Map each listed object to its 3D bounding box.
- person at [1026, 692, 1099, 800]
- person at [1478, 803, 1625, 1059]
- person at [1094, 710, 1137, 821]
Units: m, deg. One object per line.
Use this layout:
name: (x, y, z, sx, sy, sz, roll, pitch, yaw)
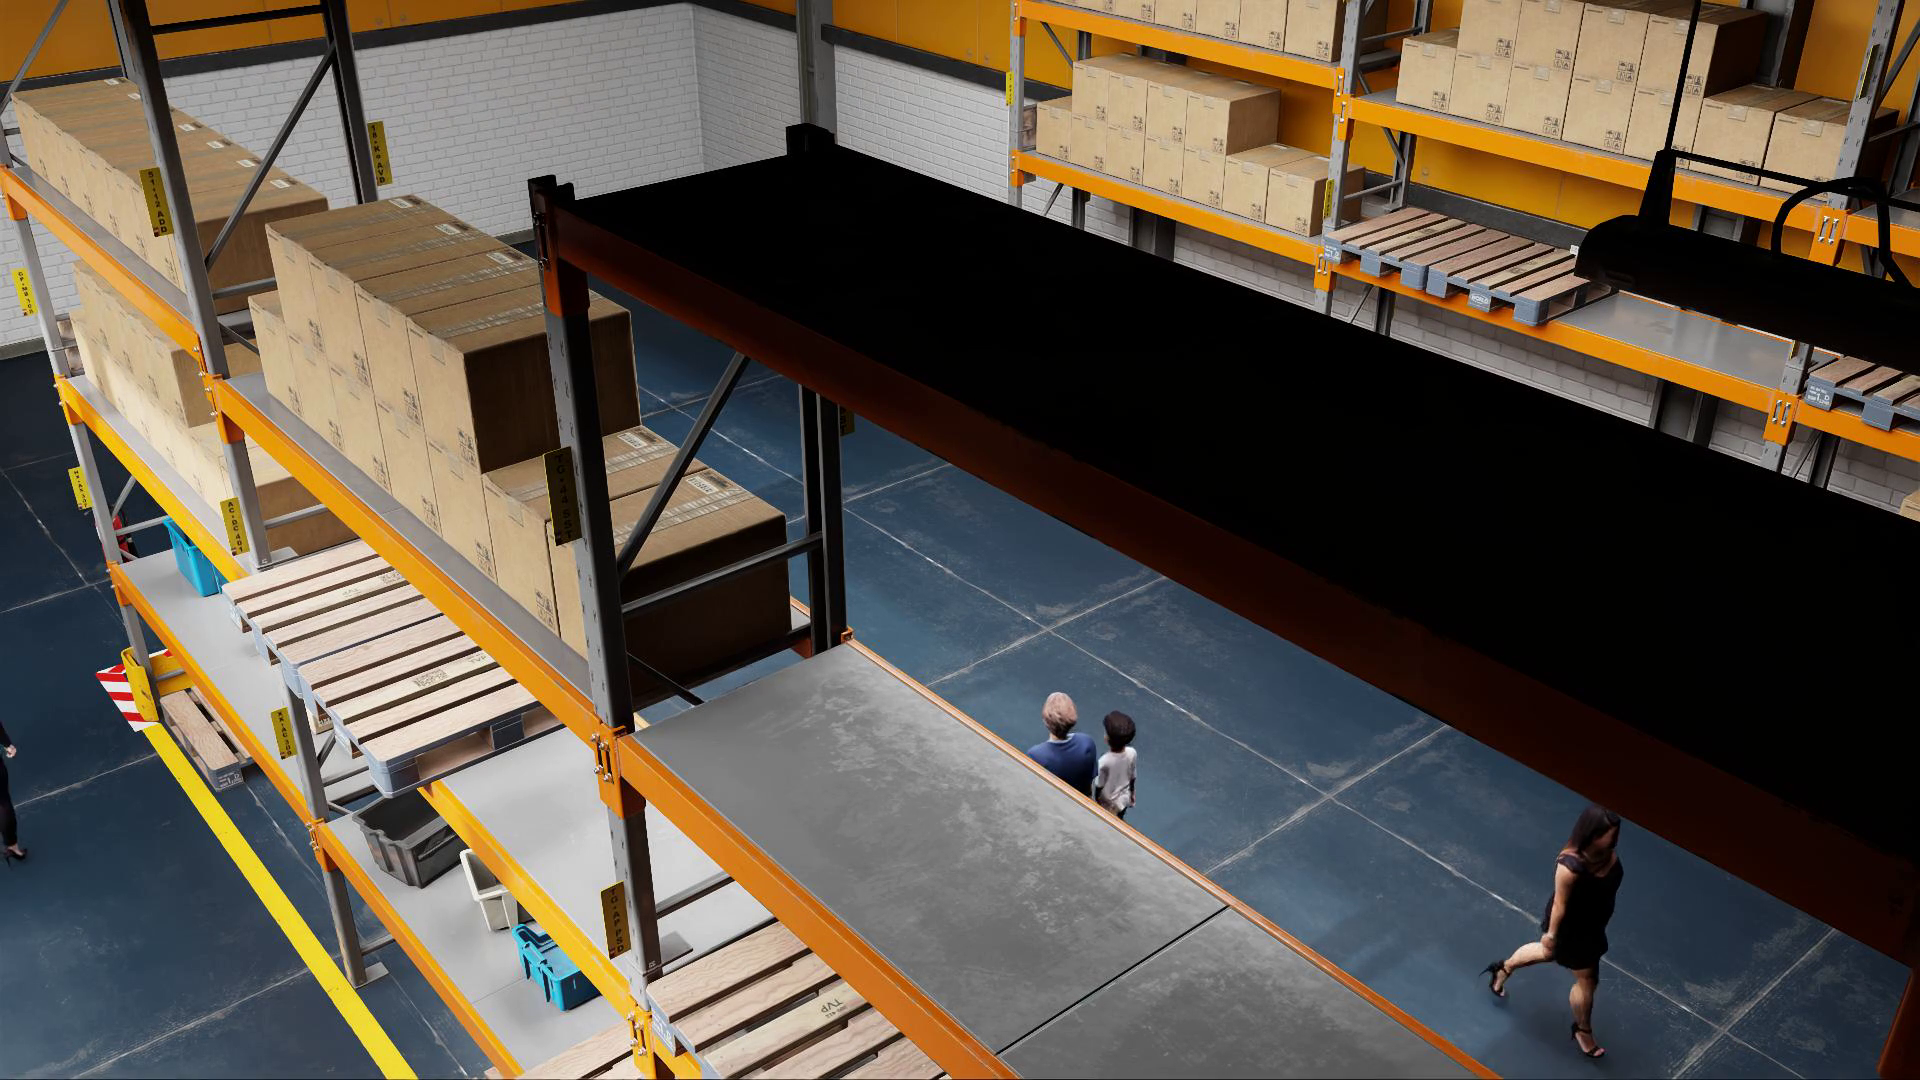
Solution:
person: (0.607, 1.751, 10.268, 0.714, 1.870, 0.633, -13, 31, -22)
person: (3.485, 2.188, 9.664, 1.110, 1.683, 0.825, 18, 33, 29)
person: (1.047, 1.719, 10.980, 0.485, 1.245, 0.787, -20, 35, -32)
